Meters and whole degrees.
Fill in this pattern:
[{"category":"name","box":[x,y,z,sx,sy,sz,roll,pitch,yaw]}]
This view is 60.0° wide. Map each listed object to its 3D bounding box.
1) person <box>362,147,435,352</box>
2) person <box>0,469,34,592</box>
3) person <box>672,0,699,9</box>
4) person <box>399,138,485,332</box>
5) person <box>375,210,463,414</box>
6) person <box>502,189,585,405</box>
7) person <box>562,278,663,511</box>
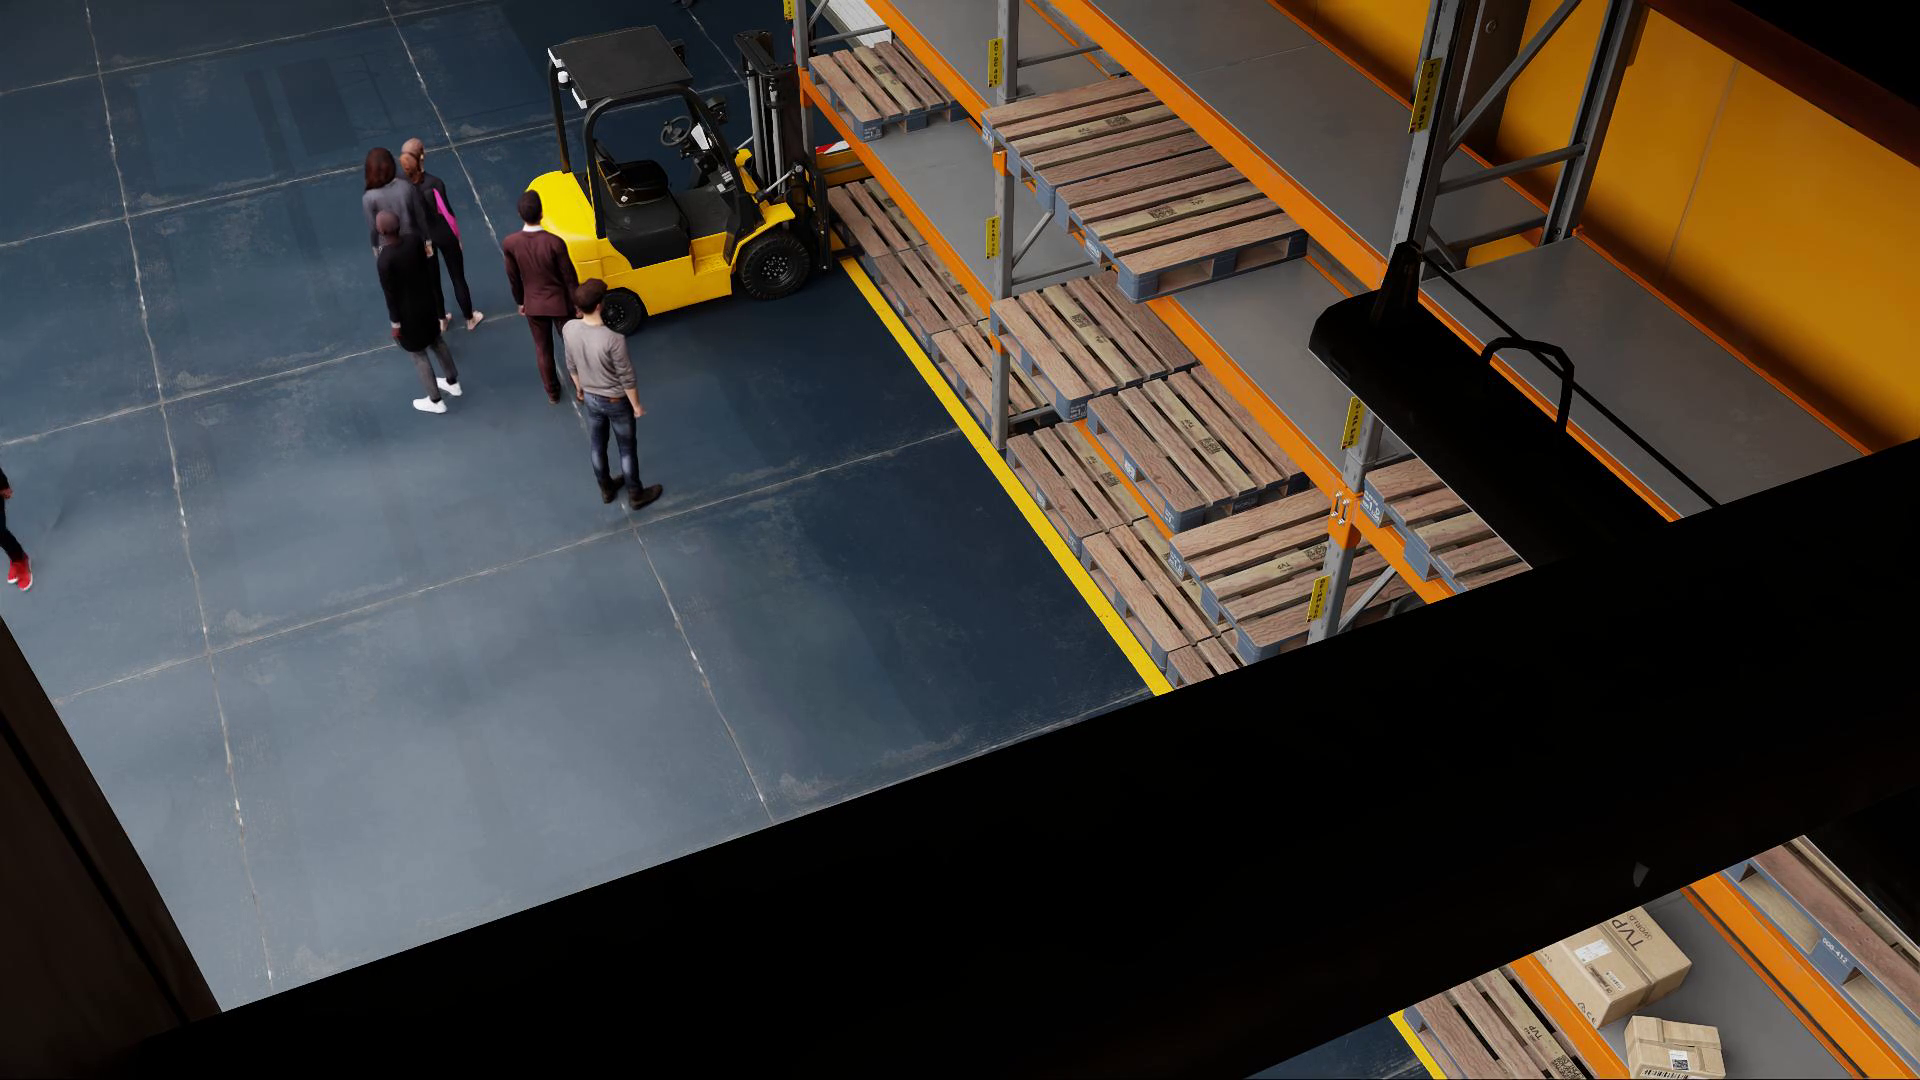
[{"category":"person","box":[-4.432,-2.291,13.335,0.755,1.733,1.138,-27,50,-26]},{"category":"person","box":[-6.736,-0.403,11.404,0.697,1.664,0.705,-4,44,-4]},{"category":"person","box":[-3.033,-6.572,17.888,0.601,1.652,0.716,27,50,25]},{"category":"person","box":[-4.263,-2.461,13.502,0.650,1.749,0.677,0,44,0]},{"category":"person","box":[-4.182,-1.759,12.757,0.772,1.761,0.728,17,46,17]},{"category":"person","box":[-3.155,-1.831,12.757,0.774,1.865,0.773,2,44,2]},{"category":"person","box":[-2.527,-1.022,11.880,0.740,1.903,0.822,17,46,17]}]
